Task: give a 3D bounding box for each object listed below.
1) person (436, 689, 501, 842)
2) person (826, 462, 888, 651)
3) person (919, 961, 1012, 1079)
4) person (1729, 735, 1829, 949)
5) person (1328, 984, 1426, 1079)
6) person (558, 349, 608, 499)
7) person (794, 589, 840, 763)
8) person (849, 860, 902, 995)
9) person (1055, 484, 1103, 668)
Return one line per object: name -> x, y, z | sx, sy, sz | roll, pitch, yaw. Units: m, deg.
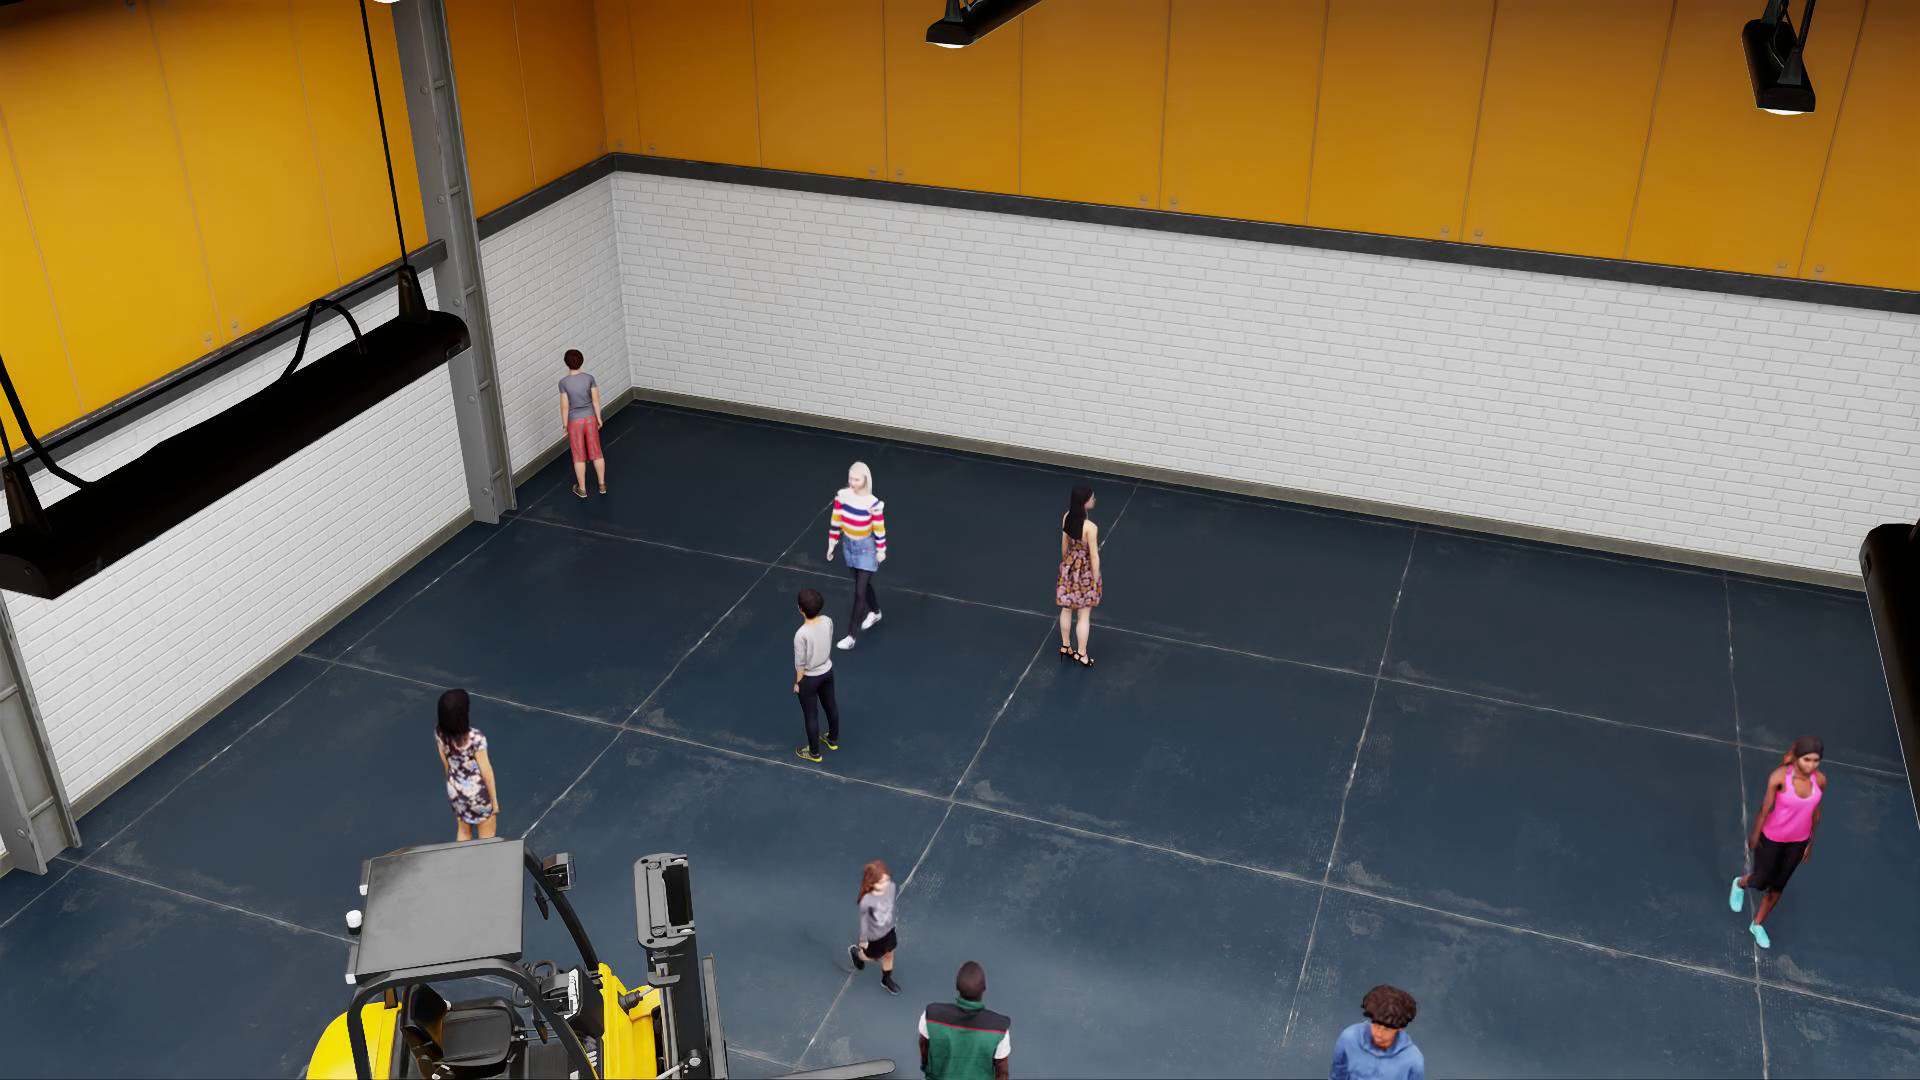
person -> -3.547, 1.829, 12.028 | 0.603, 1.735, 0.510 | 10, 30, 18
person -> -0.865, 0.072, 15.212 | 0.823, 1.769, 1.121 | 18, 33, 29
person -> 0.002, 3.215, 9.431 | 0.894, 1.788, 1.279 | 3, 29, 5
person -> 5.747, 2.038, 11.667 | 0.666, 1.712, 0.815 | 2, 29, 4
person -> 2.384, 3.204, 9.448 | 0.826, 1.790, 0.969 | 19, 34, 30
person -> -4.035, -1.249, 17.759 | 0.670, 1.650, 0.725 | -11, 31, -20
person -> -1.180, 1.090, 13.573 | 0.668, 1.552, 0.532 | 23, 36, 35
person -> -0.588, 2.597, 11.290 | 0.686, 1.092, 0.680 | 25, 37, 37
person -> 1.064, 0.315, 14.762 | 0.832, 1.773, 0.794 | -22, 36, -35
